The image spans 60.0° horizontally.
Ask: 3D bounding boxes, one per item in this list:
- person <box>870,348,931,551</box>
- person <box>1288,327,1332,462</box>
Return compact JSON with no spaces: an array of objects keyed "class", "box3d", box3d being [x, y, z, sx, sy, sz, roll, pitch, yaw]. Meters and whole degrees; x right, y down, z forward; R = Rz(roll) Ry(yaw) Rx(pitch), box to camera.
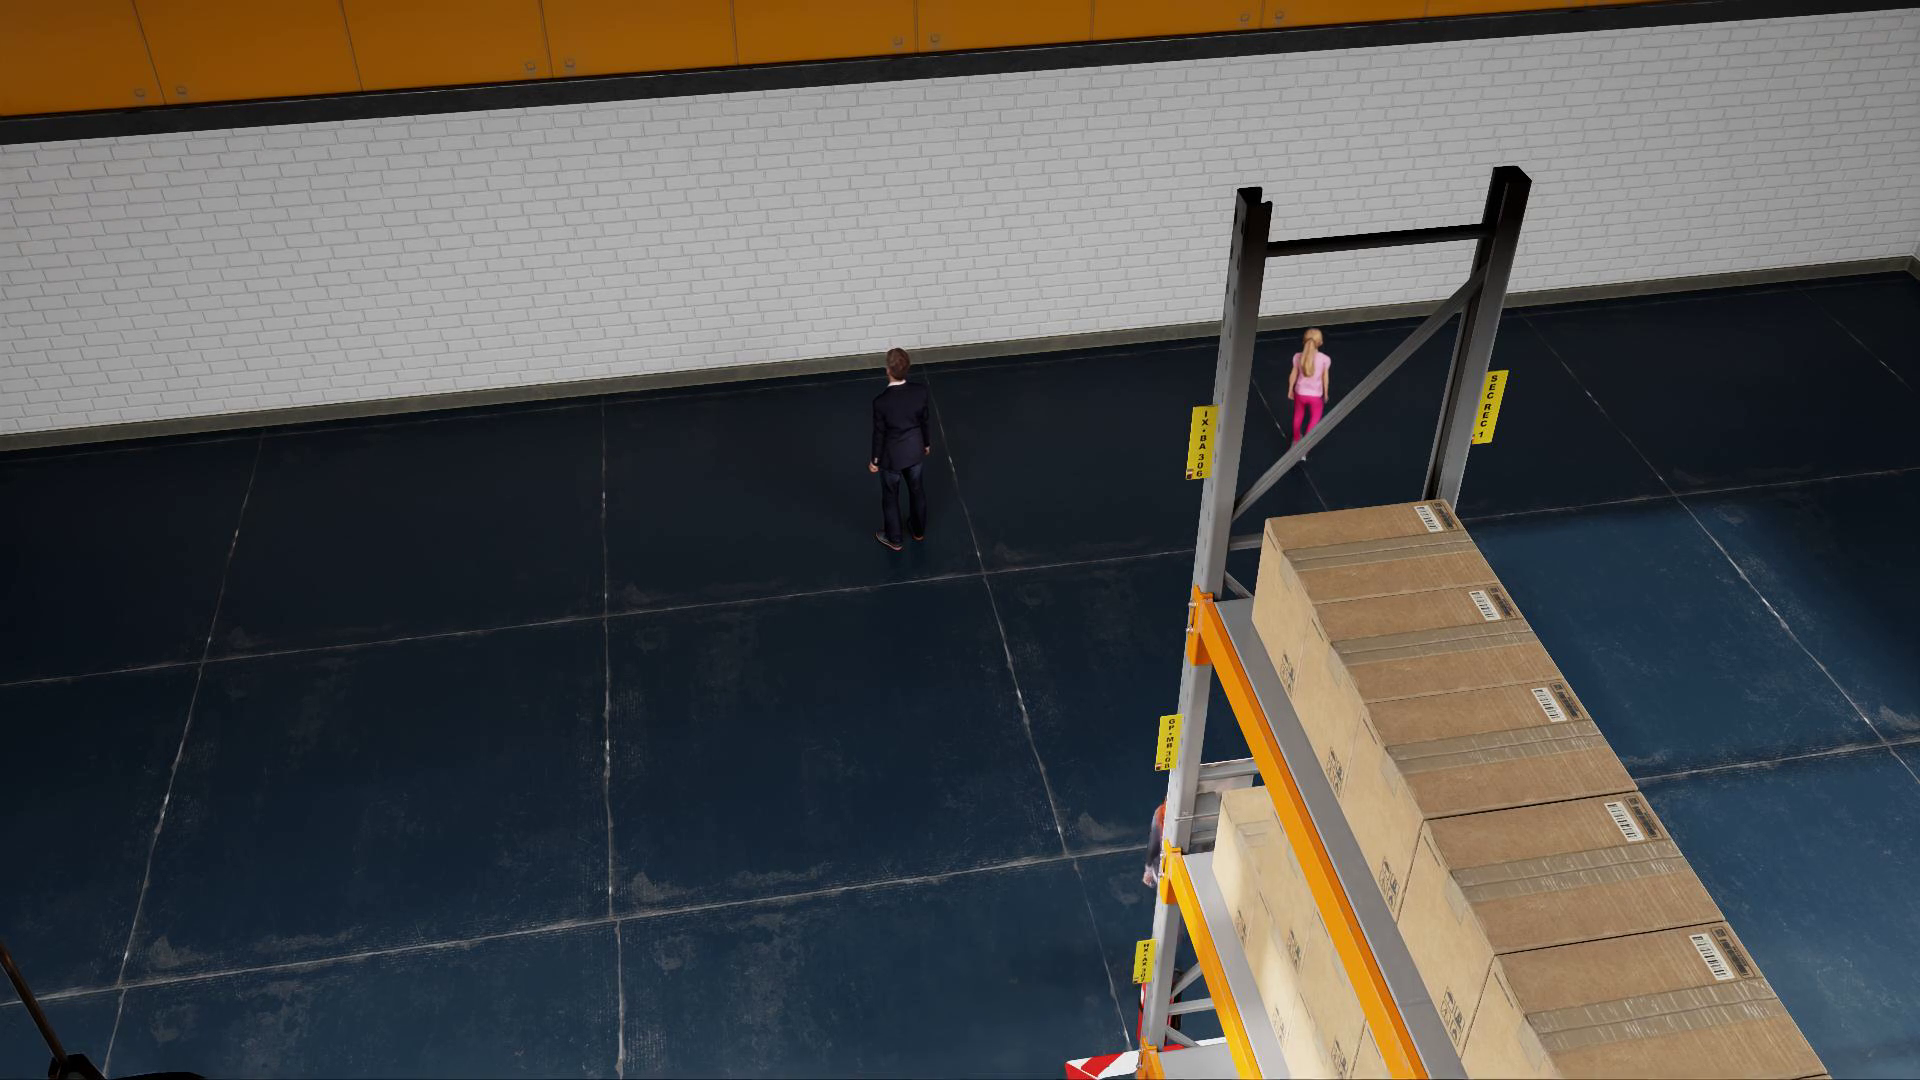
[{"class":"person","box3d":[-0.474,-0.724,13.152,0.754,1.815,0.719,-20,43,-23]},{"class":"person","box3d":[2.986,-1.242,14.245,0.719,1.261,0.820,15,41,18]}]
